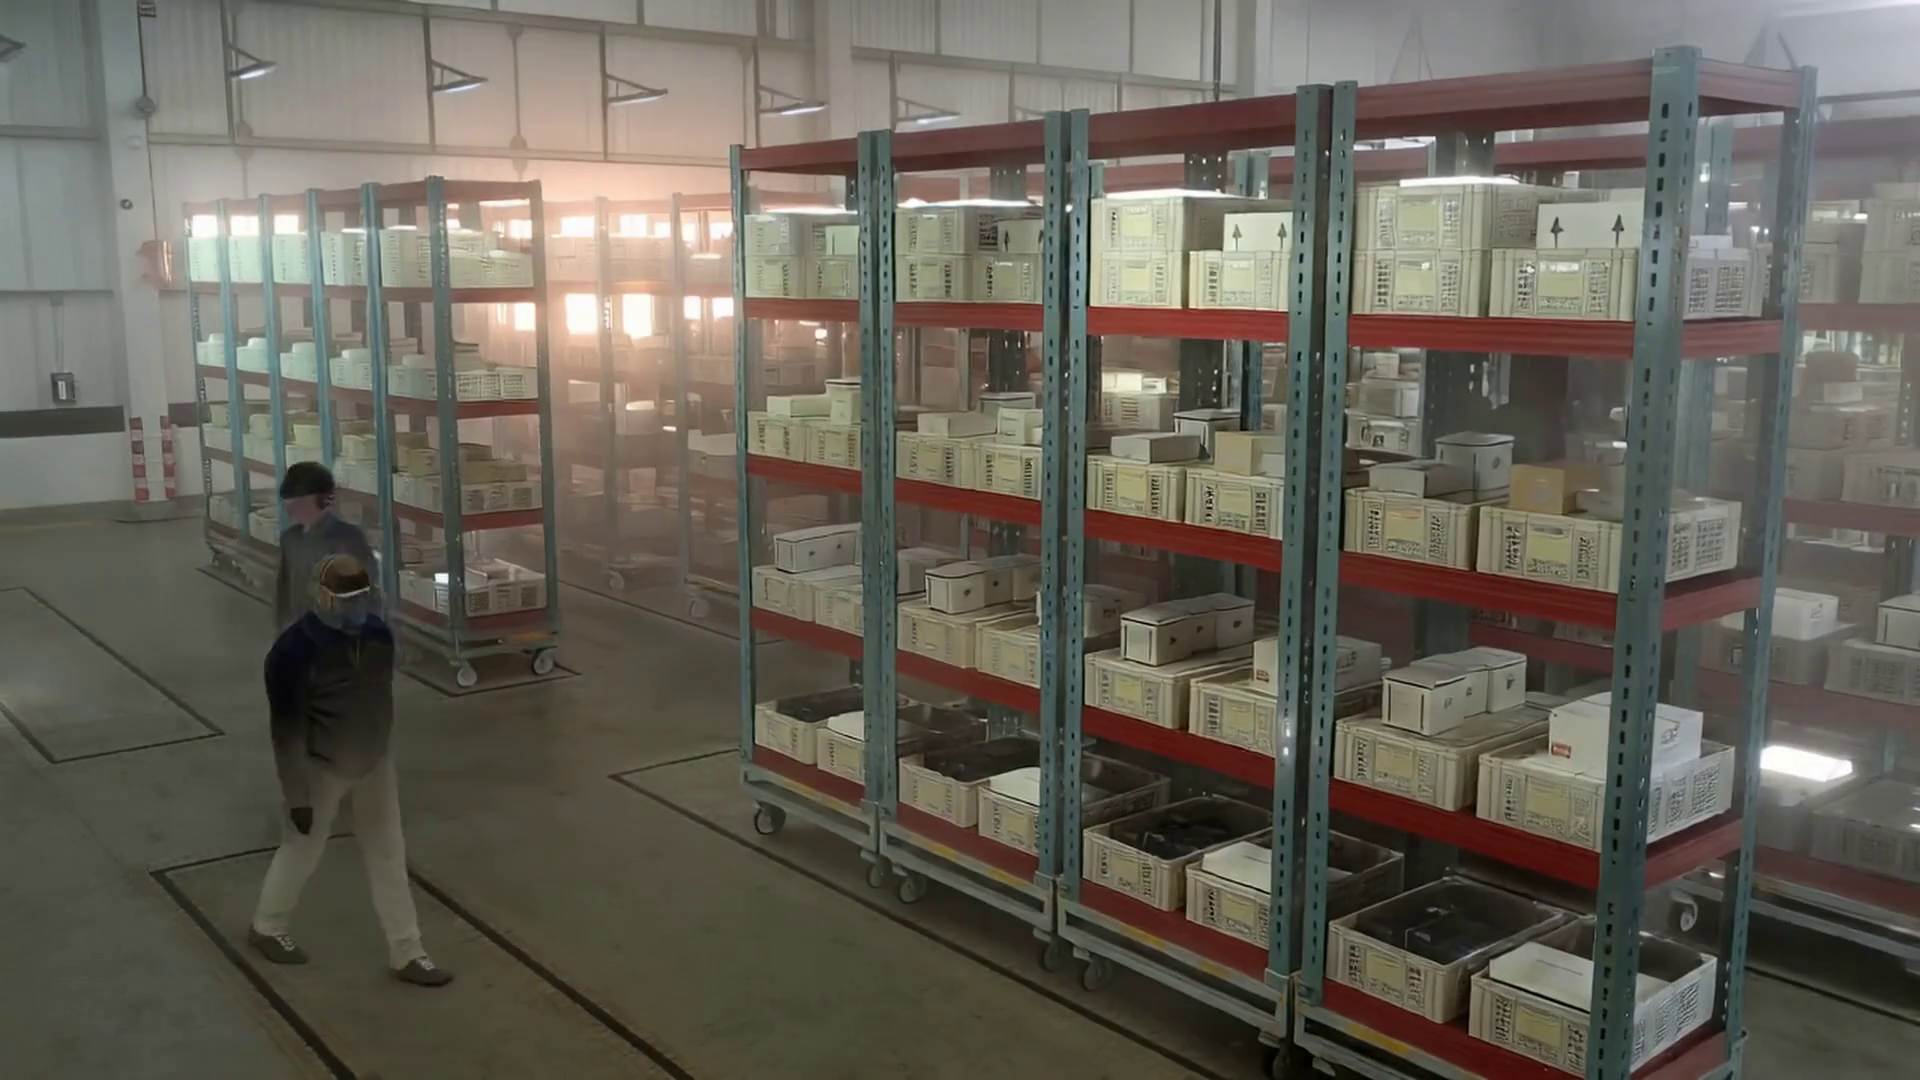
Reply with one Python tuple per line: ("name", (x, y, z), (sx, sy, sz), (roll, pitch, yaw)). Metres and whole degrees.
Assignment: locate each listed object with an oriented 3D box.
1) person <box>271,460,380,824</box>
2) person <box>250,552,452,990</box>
("person", (-3.525, 0.554, 9.008), (0.650, 1.956, 0.900), (6, 11, 31))
("person", (-2.641, 0.950, 6.983), (1.011, 1.861, 0.662), (5, 11, 29))
